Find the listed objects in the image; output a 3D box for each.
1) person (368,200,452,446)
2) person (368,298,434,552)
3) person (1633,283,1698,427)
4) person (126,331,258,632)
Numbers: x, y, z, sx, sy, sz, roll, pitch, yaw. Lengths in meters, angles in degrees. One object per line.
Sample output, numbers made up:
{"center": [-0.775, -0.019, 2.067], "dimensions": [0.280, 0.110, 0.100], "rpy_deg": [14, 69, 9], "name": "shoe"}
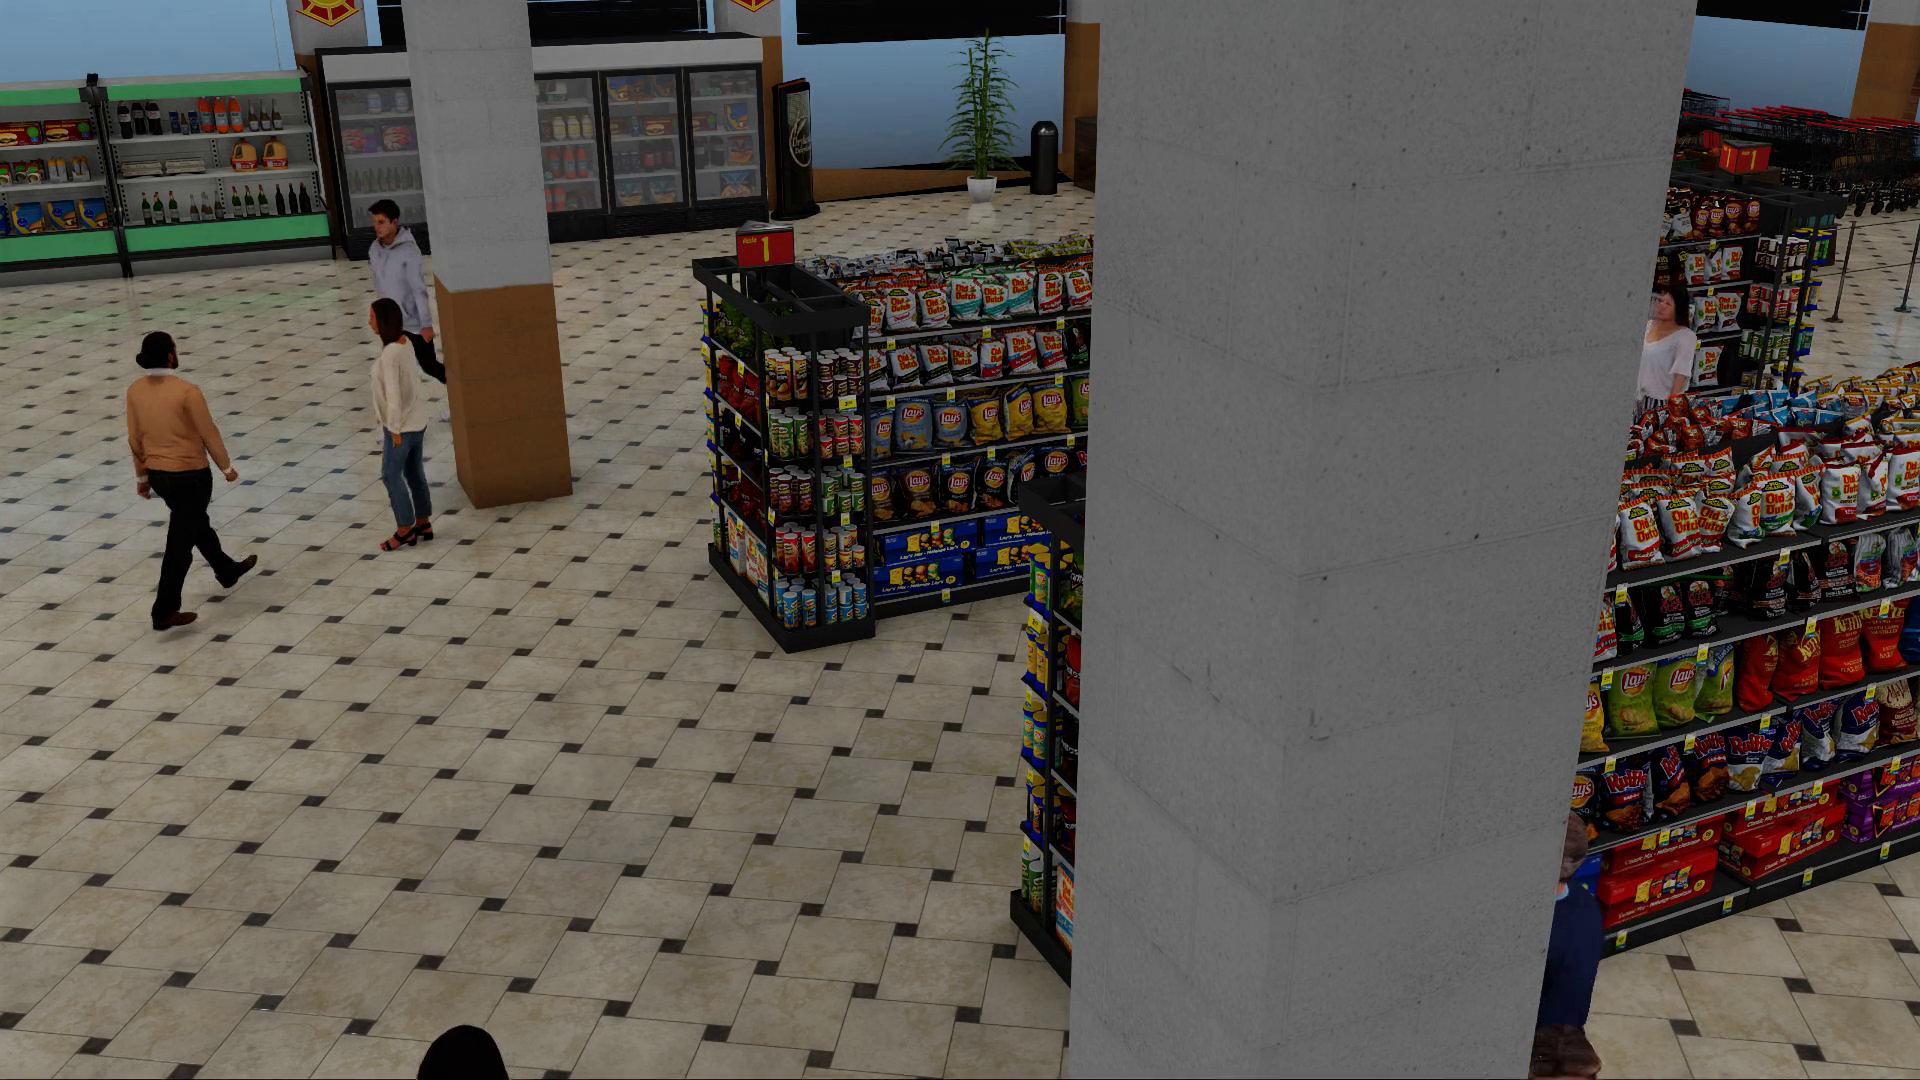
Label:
{"center": [-4.249, -1.725, 13.005], "dimensions": [1.219, 1.872, 1.299], "rpy_deg": [9, 24, 21], "name": "person"}
{"center": [-3.587, -0.772, 10.898], "dimensions": [0.748, 1.676, 0.734], "rpy_deg": [-1, 22, -3], "name": "person"}
{"center": [4.723, -0.930, 11.285], "dimensions": [0.675, 1.681, 0.734], "rpy_deg": [-3, 22, -8], "name": "person"}
{"center": [-4.592, -0.304, 9.695], "dimensions": [1.182, 1.703, 1.243], "rpy_deg": [7, 23, 18], "name": "person"}
